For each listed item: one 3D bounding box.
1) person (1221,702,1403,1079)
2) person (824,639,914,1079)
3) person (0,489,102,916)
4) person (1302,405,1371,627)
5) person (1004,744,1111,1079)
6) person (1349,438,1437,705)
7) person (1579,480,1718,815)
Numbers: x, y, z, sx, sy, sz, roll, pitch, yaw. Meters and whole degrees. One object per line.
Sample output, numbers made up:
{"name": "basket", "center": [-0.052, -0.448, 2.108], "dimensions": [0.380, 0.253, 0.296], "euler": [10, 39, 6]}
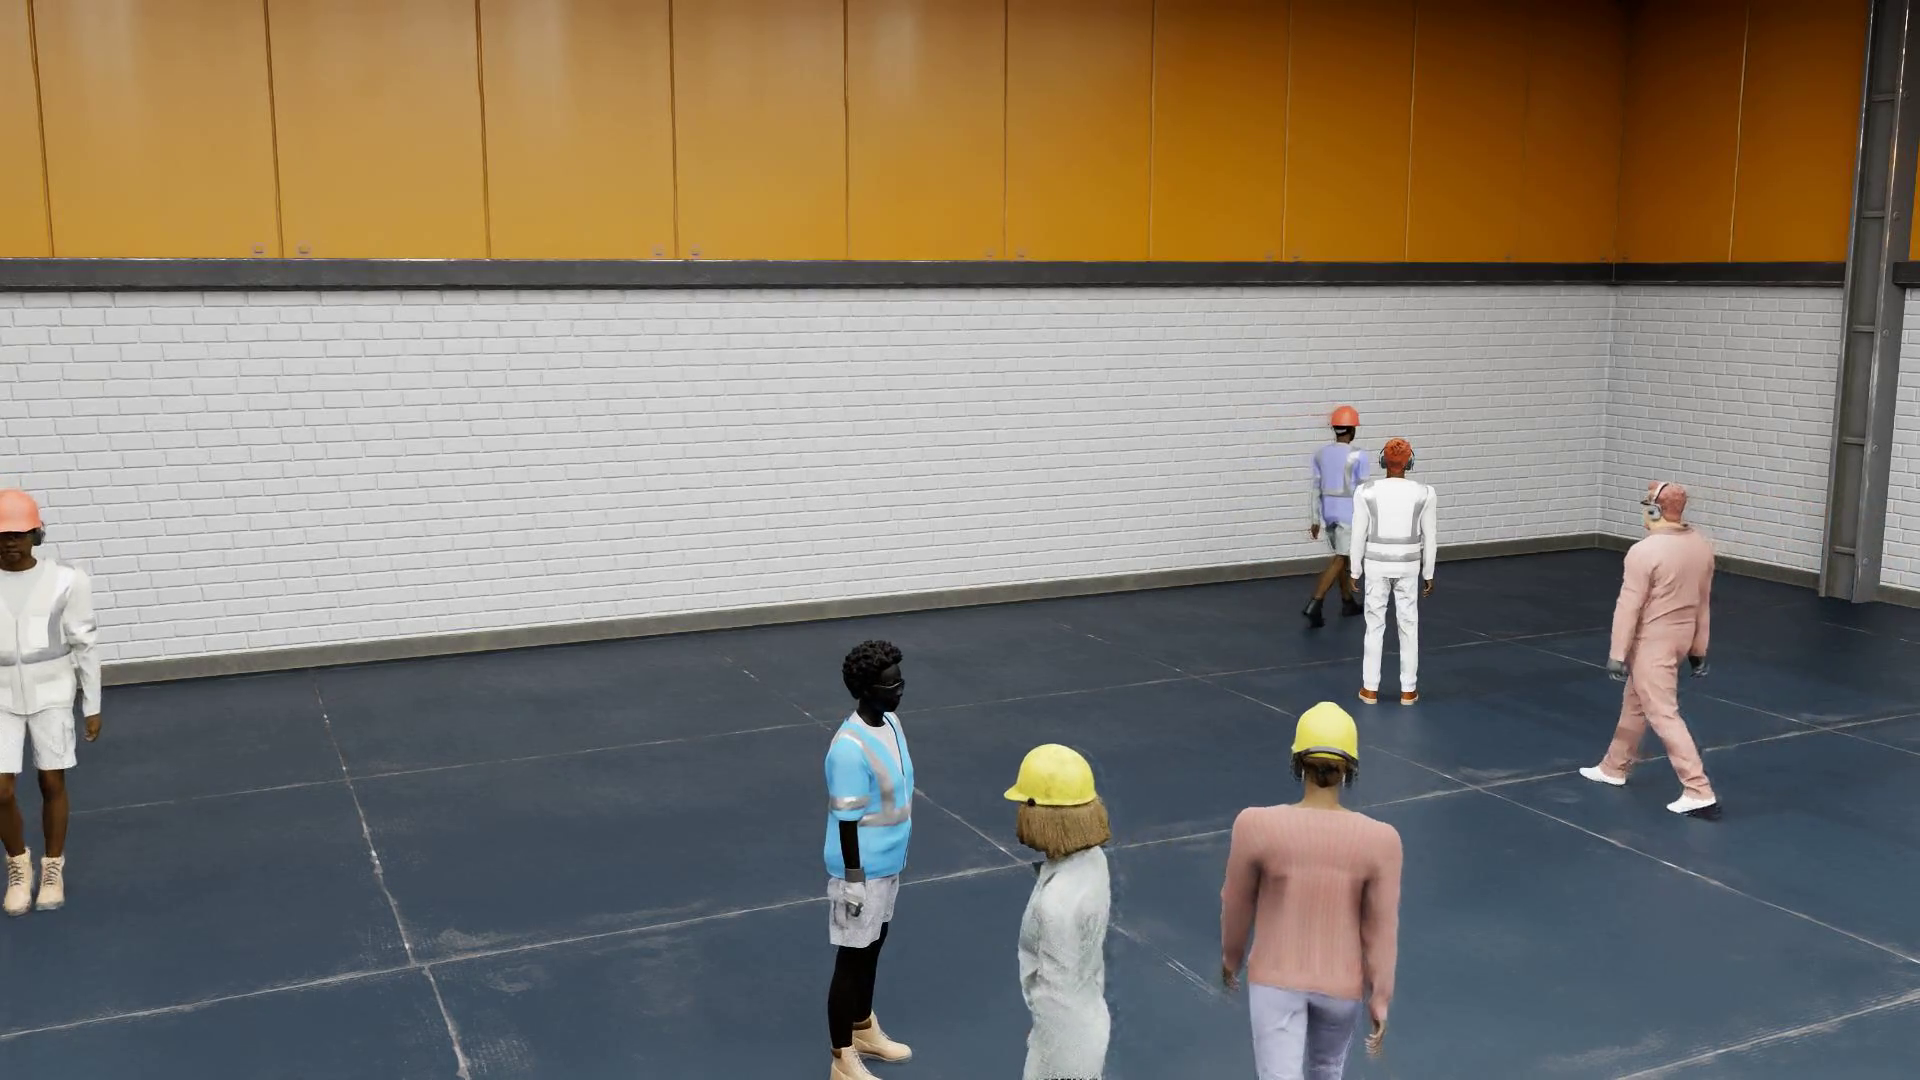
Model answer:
{"name": "person", "center": [1.080, 1.358, 5.141], "dimensions": [0.527, 1.720, 0.920], "euler": [0, 9, 3]}
{"name": "person", "center": [-0.333, 1.199, 6.190], "dimensions": [0.317, 1.695, 0.540], "euler": [2, 9, 15]}
{"name": "person", "center": [-4.375, 0.773, 7.799], "dimensions": [0.635, 2.029, 0.524], "euler": [-4, 10, -25]}
{"name": "person", "center": [3.259, -0.215, 14.366], "dimensions": [0.959, 1.901, 0.546], "euler": [-7, 11, -37]}
{"name": "person", "center": [0.337, 1.423, 4.714], "dimensions": [0.480, 1.732, 0.488], "euler": [2, 9, 11]}
{"name": "person", "center": [3.031, 0.223, 11.670], "dimensions": [0.587, 1.882, 0.341], "euler": [2, 9, 9]}
{"name": "person", "center": [3.980, 0.592, 9.467], "dimensions": [0.654, 1.866, 0.971], "euler": [-6, 11, -33]}
